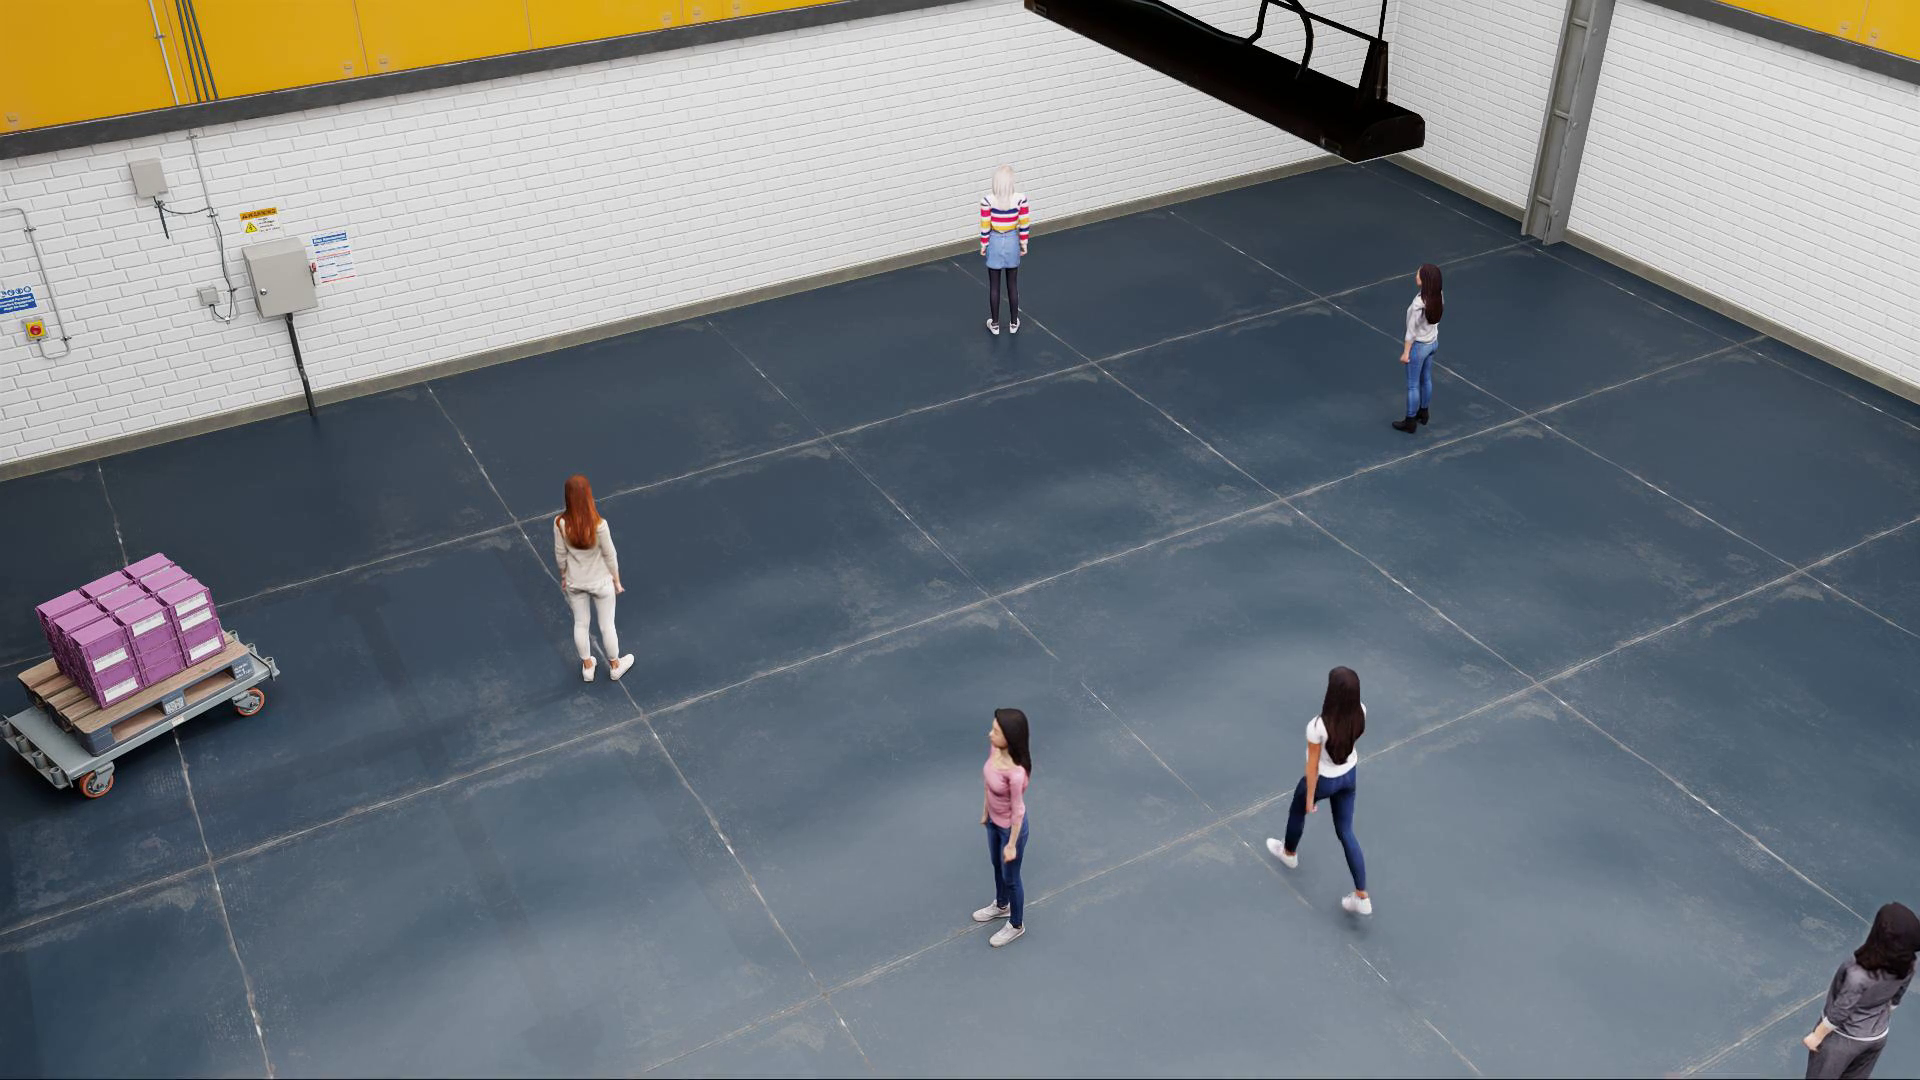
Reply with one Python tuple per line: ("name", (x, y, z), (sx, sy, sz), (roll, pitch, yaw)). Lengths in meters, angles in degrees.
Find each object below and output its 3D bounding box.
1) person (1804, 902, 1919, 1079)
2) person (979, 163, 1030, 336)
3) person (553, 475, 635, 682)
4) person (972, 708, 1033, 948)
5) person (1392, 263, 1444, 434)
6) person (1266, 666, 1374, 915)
("person", (4.643, 2.562, 8.648), (0.639, 1.765, 0.584), (-10, 35, -14))
("person", (0.438, -2.968, 16.928), (0.718, 1.808, 0.667), (-3, 34, -4))
("person", (-2.703, 0.294, 12.110), (0.694, 1.710, 0.722), (3, 34, 5))
("person", (0.277, 1.701, 9.965), (0.655, 1.742, 0.491), (-12, 36, -18))
("person", (4.255, -1.771, 15.291), (0.619, 1.629, 0.655), (27, 42, 34))
("person", (2.335, 1.546, 10.202), (0.647, 1.736, 1.132), (-15, 36, -21))
